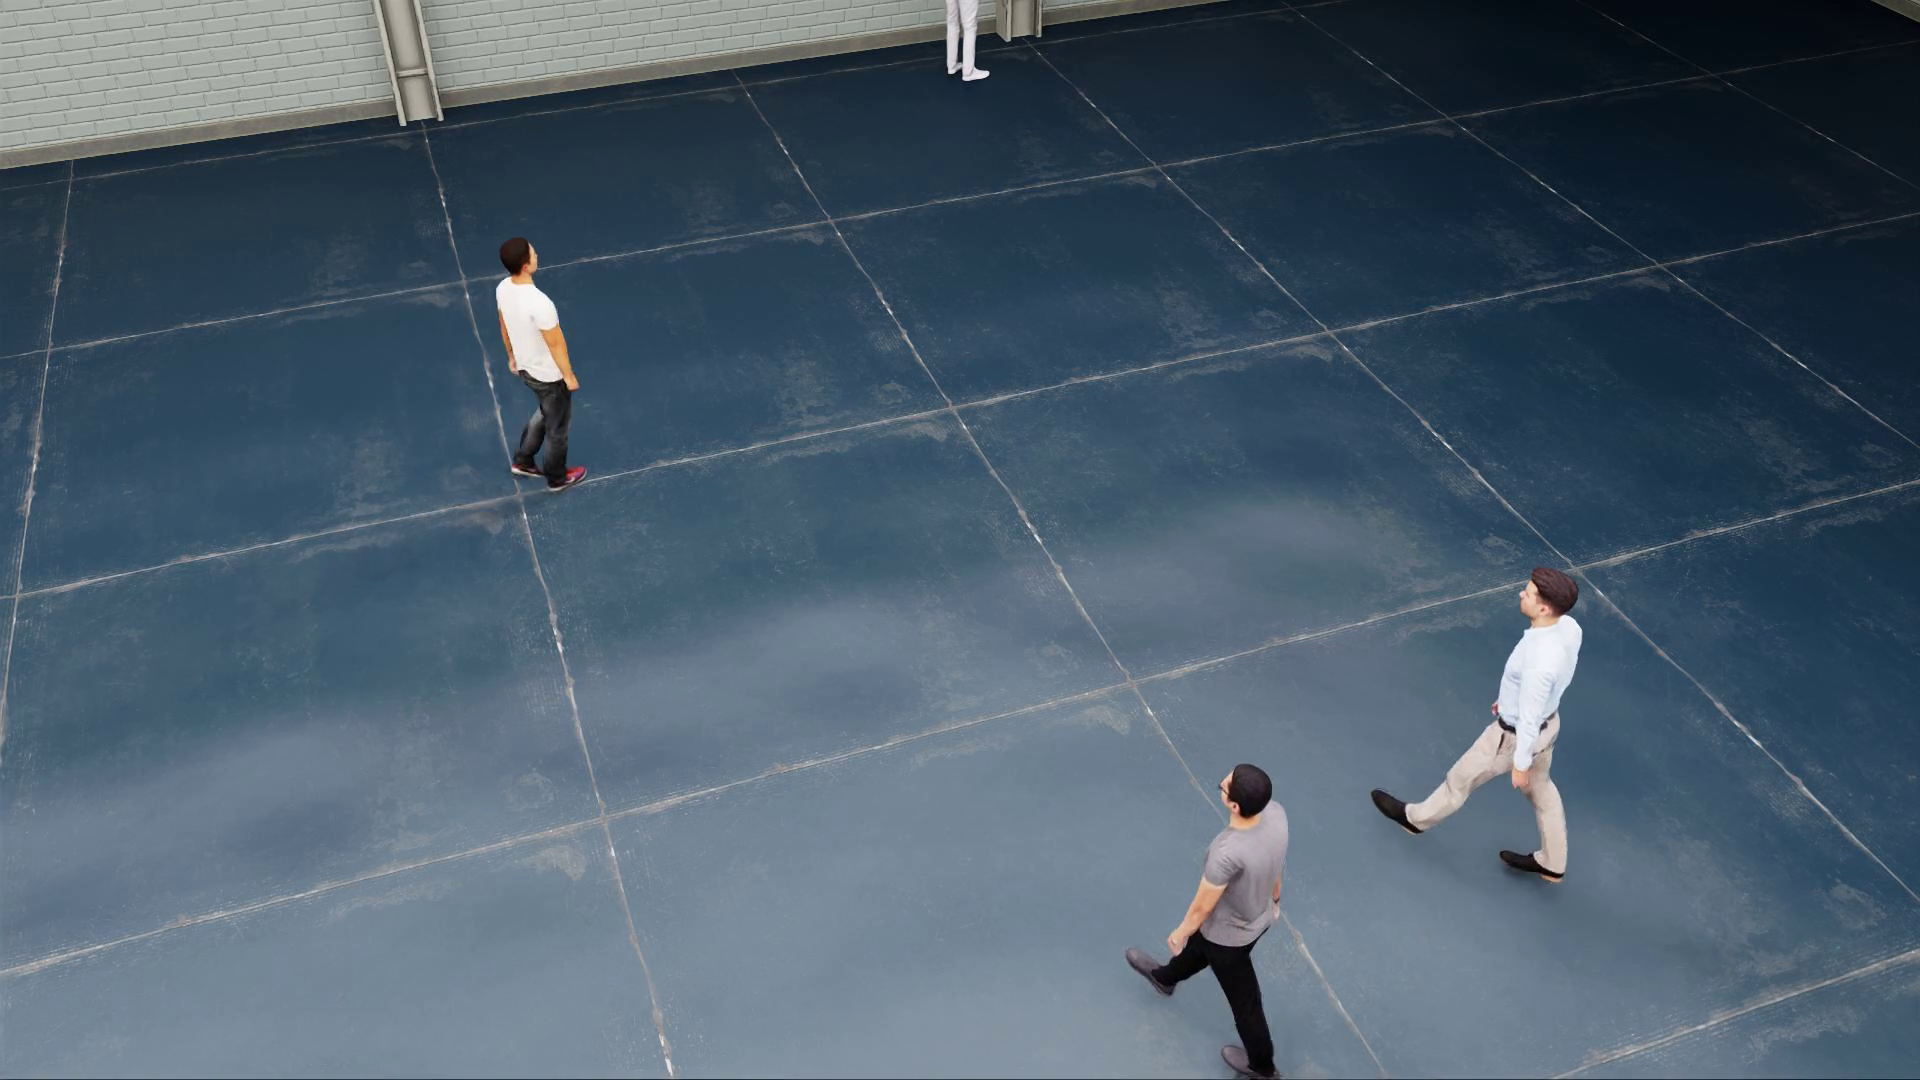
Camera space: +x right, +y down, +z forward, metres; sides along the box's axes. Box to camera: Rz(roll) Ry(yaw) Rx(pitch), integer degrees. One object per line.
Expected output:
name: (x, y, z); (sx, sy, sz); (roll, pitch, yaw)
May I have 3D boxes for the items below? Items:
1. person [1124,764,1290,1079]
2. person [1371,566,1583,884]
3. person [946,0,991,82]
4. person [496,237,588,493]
person: (1.212, 1.648, 6.970); (1.089, 1.708, 1.160); (26, 45, 29)
person: (2.715, 0.939, 7.805); (1.186, 1.795, 1.234); (23, 43, 26)
person: (0.009, -5.300, 15.705); (0.697, 1.887, 0.724); (-27, 45, -30)
person: (-2.668, -1.030, 10.323); (0.788, 1.792, 0.848); (31, 48, 34)
